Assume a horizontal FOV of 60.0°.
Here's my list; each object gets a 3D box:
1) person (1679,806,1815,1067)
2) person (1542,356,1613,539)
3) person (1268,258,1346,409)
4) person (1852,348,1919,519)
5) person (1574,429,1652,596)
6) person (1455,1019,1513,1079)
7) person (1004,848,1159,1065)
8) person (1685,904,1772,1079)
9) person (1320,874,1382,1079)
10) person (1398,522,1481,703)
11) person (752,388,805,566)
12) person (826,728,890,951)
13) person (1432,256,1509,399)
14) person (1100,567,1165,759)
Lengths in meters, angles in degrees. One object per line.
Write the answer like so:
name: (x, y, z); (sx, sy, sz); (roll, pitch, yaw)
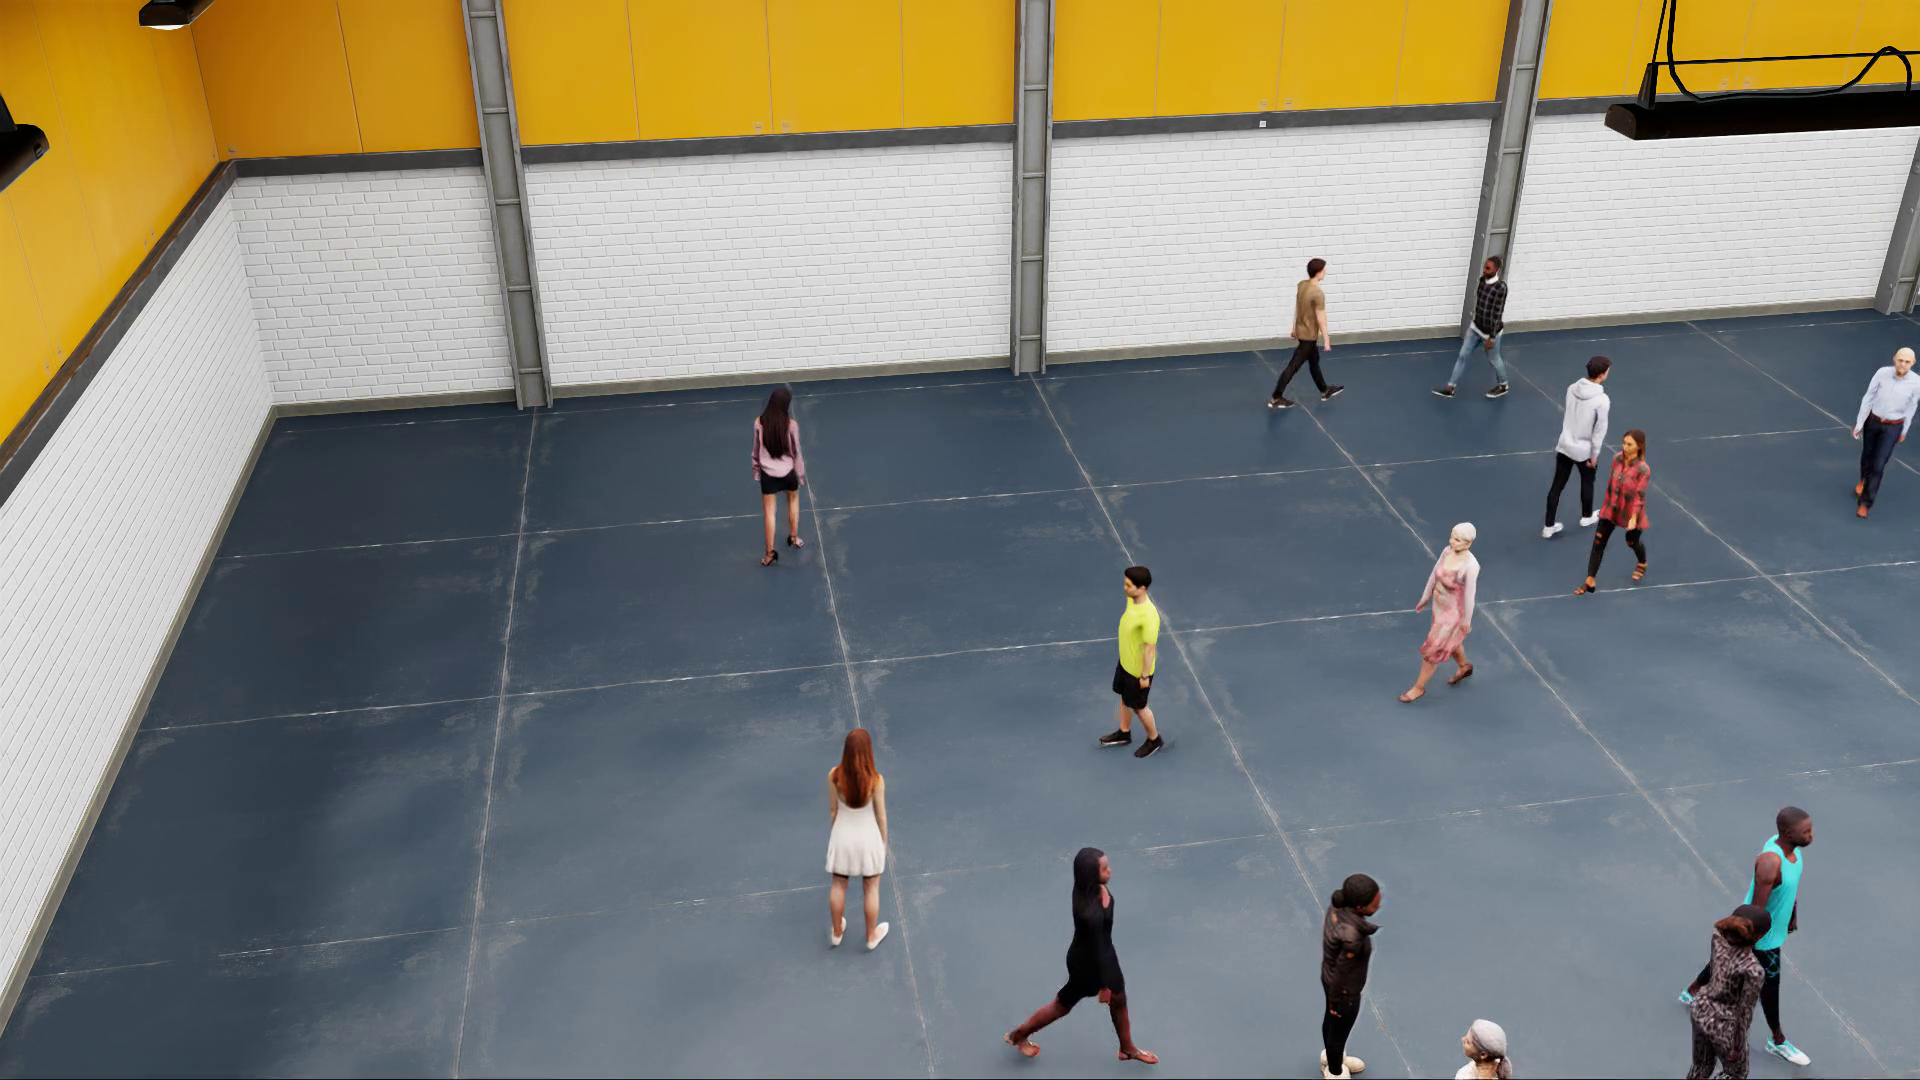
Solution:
person: (5.009, 2.419, 10.573); (1.112, 1.769, 1.079); (20, 35, 33)
person: (6.065, -0.890, 16.508); (1.149, 1.896, 0.977); (-20, 35, -33)
person: (3.937, -2.348, 19.277); (1.224, 1.803, 0.729); (-6, 29, -12)
person: (9.518, -1.165, 17.177); (1.184, 1.738, 1.274); (20, 34, 32)
person: (6.286, -0.261, 15.598); (1.198, 1.662, 0.865); (-16, 32, -27)
person: (2.878, 3.306, 9.028); (0.789, 1.691, 0.733); (17, 33, 29)
person: (0.708, 2.631, 10.286); (1.288, 1.673, 0.889); (3, 29, 6)
person: (4.404, 2.873, 9.809); (0.690, 1.703, 0.616); (-6, 29, -10)
person: (2.322, 2.711, 10.150); (0.608, 1.661, 0.672); (-5, 29, -8)
person: (4.184, 0.581, 14.059); (1.041, 1.657, 0.655); (-9, 30, -15)
person: (-1.762, -0.577, 16.054); (0.780, 1.780, 0.832); (-2, 29, -3)
person: (-0.704, 2.040, 11.337); (0.598, 1.704, 0.713); (5, 29, 10)
person: (6.267, -2.460, 19.522); (1.268, 1.764, 0.860); (-10, 30, -18)
person: (1.442, 0.950, 13.322); (0.730, 1.716, 0.656); (-8, 30, -14)
